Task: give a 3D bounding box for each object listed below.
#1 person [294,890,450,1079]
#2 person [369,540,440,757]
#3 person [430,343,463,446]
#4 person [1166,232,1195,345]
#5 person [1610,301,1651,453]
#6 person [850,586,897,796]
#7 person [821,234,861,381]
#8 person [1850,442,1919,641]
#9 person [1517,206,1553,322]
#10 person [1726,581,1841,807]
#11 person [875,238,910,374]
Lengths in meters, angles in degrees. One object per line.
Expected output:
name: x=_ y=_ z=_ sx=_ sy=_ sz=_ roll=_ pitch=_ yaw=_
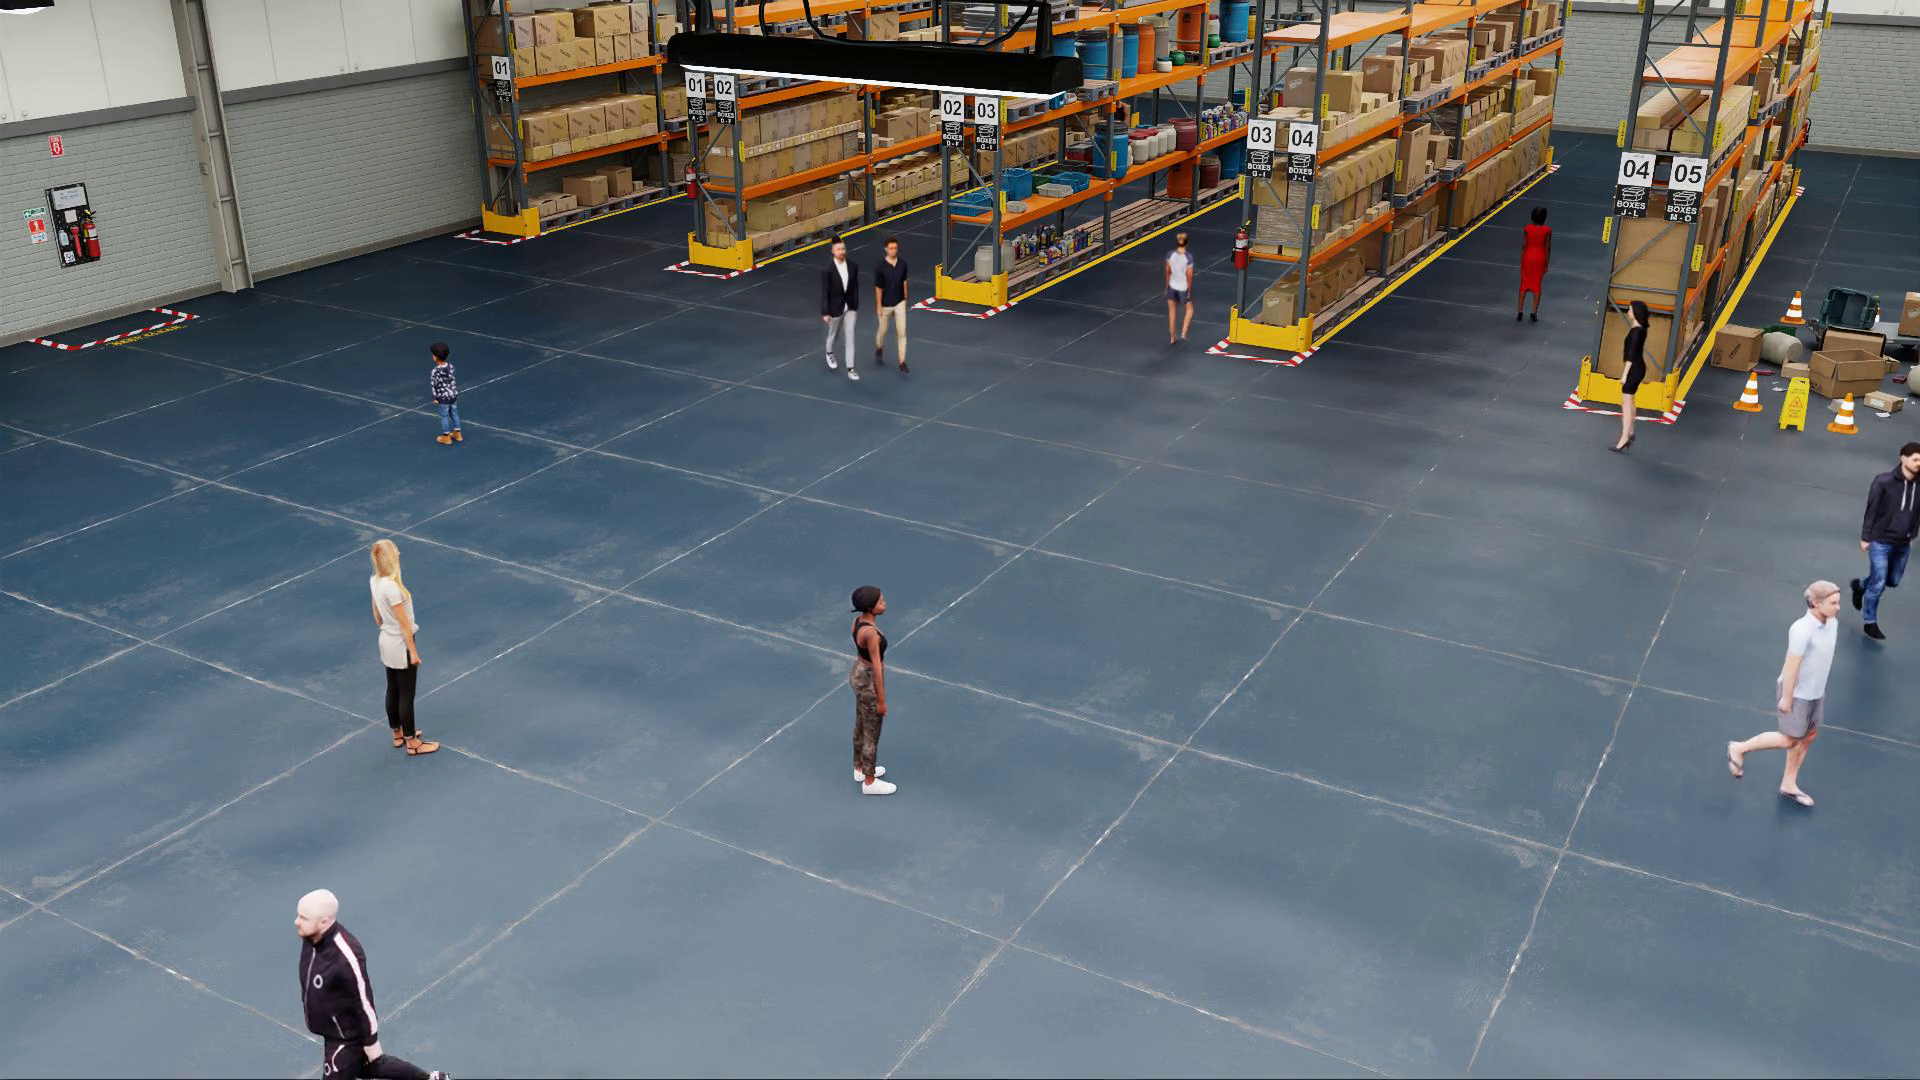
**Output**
person: x=-3.225 y=2.631 z=8.999 sx=1.269 sy=1.805 sz=0.928 roll=-19 pitch=30 yaw=-38
person: x=-4.465 y=0.844 z=13.173 sx=0.614 sy=1.827 sz=0.665 roll=-21 pitch=31 yaw=-40
person: x=-6.210 y=-1.779 z=20.077 sx=0.574 sy=1.252 sz=0.459 roll=17 pitch=28 yaw=34
person: x=3.133 y=-3.591 z=23.876 sx=0.597 sy=1.614 sz=0.607 roll=9 pitch=25 yaw=20
person: x=8.010 y=-1.942 z=19.762 sx=0.660 sy=1.798 sz=0.472 roll=15 pitch=27 yaw=31
person: x=-0.693 y=1.121 z=12.686 sx=0.709 sy=1.700 sz=0.661 roll=-8 pitch=24 yaw=-17
person: x=-1.649 y=-3.168 z=22.501 sx=1.293 sy=1.911 sz=1.259 roll=-10 pitch=25 yaw=-21
person: x=8.440 y=-0.042 z=15.201 sx=0.965 sy=1.871 sz=1.099 roll=-1 pitch=23 yaw=-2
person: x=8.638 y=-4.157 z=25.040 sx=0.567 sy=1.744 sz=0.495 roll=12 pitch=26 yaw=26
person: x=6.263 y=1.115 z=12.552 sx=0.960 sy=1.815 sz=0.938 roll=-15 pitch=28 yaw=-32
person: x=-0.977 y=-3.242 z=22.802 sx=1.187 sy=1.811 sz=1.205 roll=-7 pitch=24 yaw=-17
